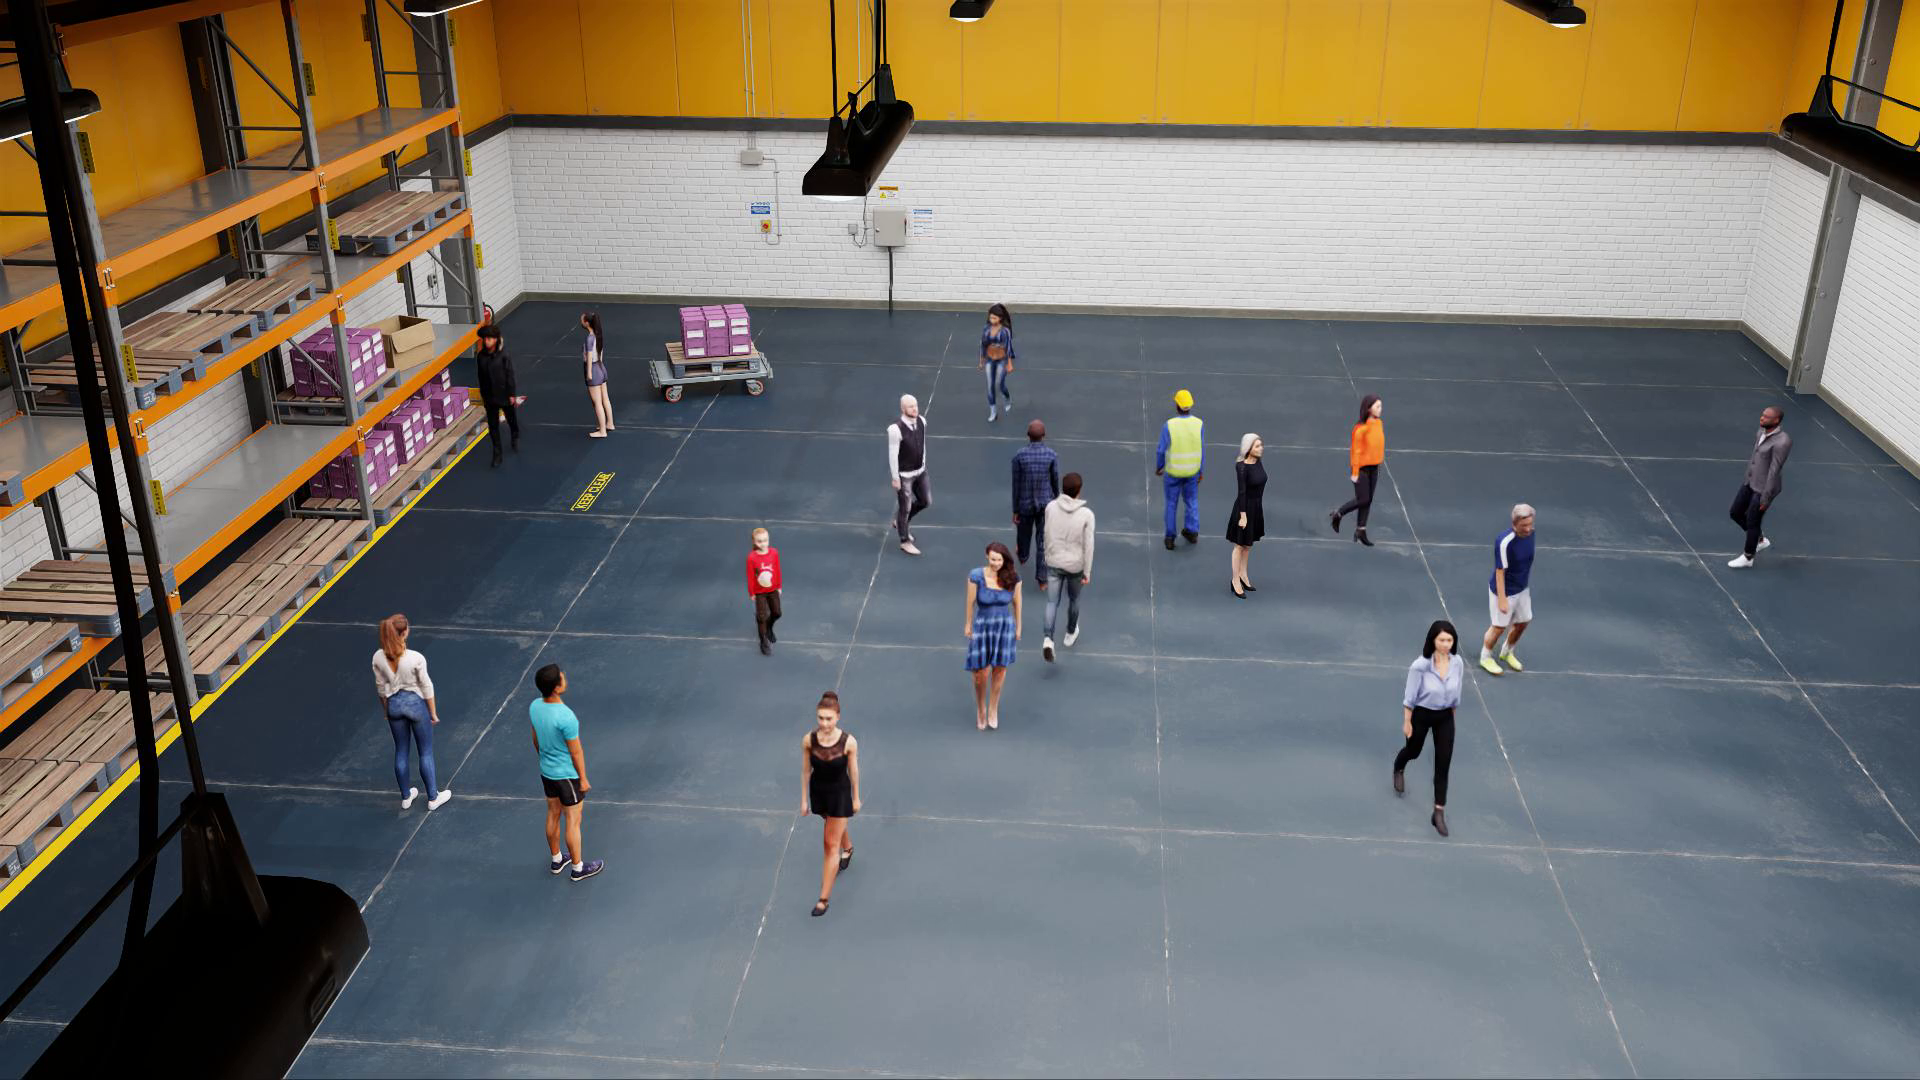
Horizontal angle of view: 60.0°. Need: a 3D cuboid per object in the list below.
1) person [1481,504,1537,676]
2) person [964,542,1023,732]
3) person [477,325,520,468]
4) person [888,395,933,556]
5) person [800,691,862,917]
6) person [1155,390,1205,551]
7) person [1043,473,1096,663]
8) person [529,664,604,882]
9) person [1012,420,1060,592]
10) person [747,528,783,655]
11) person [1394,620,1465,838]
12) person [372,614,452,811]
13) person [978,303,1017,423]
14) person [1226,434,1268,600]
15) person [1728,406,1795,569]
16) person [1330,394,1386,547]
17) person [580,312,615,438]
[{"bbox_3d":[5.069,0.443,15.432,0.879,1.785,0.832,21,31,39],"label":"person"},{"bbox_3d":[0.274,0.820,14.559,0.747,1.794,0.772,-3,24,-7],"label":"person"},{"bbox_3d":[-5.714,-1.838,20.684,0.708,1.758,1.100,-1,24,-2],"label":"person"},{"bbox_3d":[-0.613,-0.735,18.098,0.922,1.808,0.851,19,30,37],"label":"person"},{"bbox_3d":[-0.931,1.874,12.361,0.731,1.622,1.180,7,24,15],"label":"person"},{"bbox_3d":[2.383,-0.747,18.127,0.794,1.807,0.815,-3,24,-8],"label":"person"},{"bbox_3d":[0.966,0.279,15.756,0.776,1.826,1.207,6,24,13],"label":"person"},{"bbox_3d":[-3.001,1.740,12.476,0.689,1.776,0.687,15,28,31],"label":"person"},{"bbox_3d":[0.808,-0.326,17.225,0.782,1.757,1.217,-2,24,-4],"label":"person"},{"bbox_3d":[-1.899,0.462,16.027,0.628,1.273,0.692,-12,26,-25],"label":"person"},{"bbox_3d":[3.718,1.419,13.302,0.789,1.703,1.160,-2,24,-4],"label":"person"},{"bbox_3d":[-4.438,1.379,13.372,0.620,1.719,0.524,3,24,7],"label":"person"},{"bbox_3d":[0.525,-2.366,22.074,0.786,1.613,0.839,14,27,29],"label":"person"},{"bbox_3d":[2.962,-0.267,17.103,0.754,1.747,0.660,16,28,33],"label":"person"},{"bbox_3d":[8.594,-0.555,17.686,0.844,1.807,0.731,-2,24,-5],"label":"person"},{"bbox_3d":[4.381,-0.779,18.289,0.864,1.736,0.916,-21,31,-39],"label":"person"},{"bbox_3d":[-4.702,-2.158,21.556,0.659,1.646,0.454,4,24,8],"label":"person"}]
